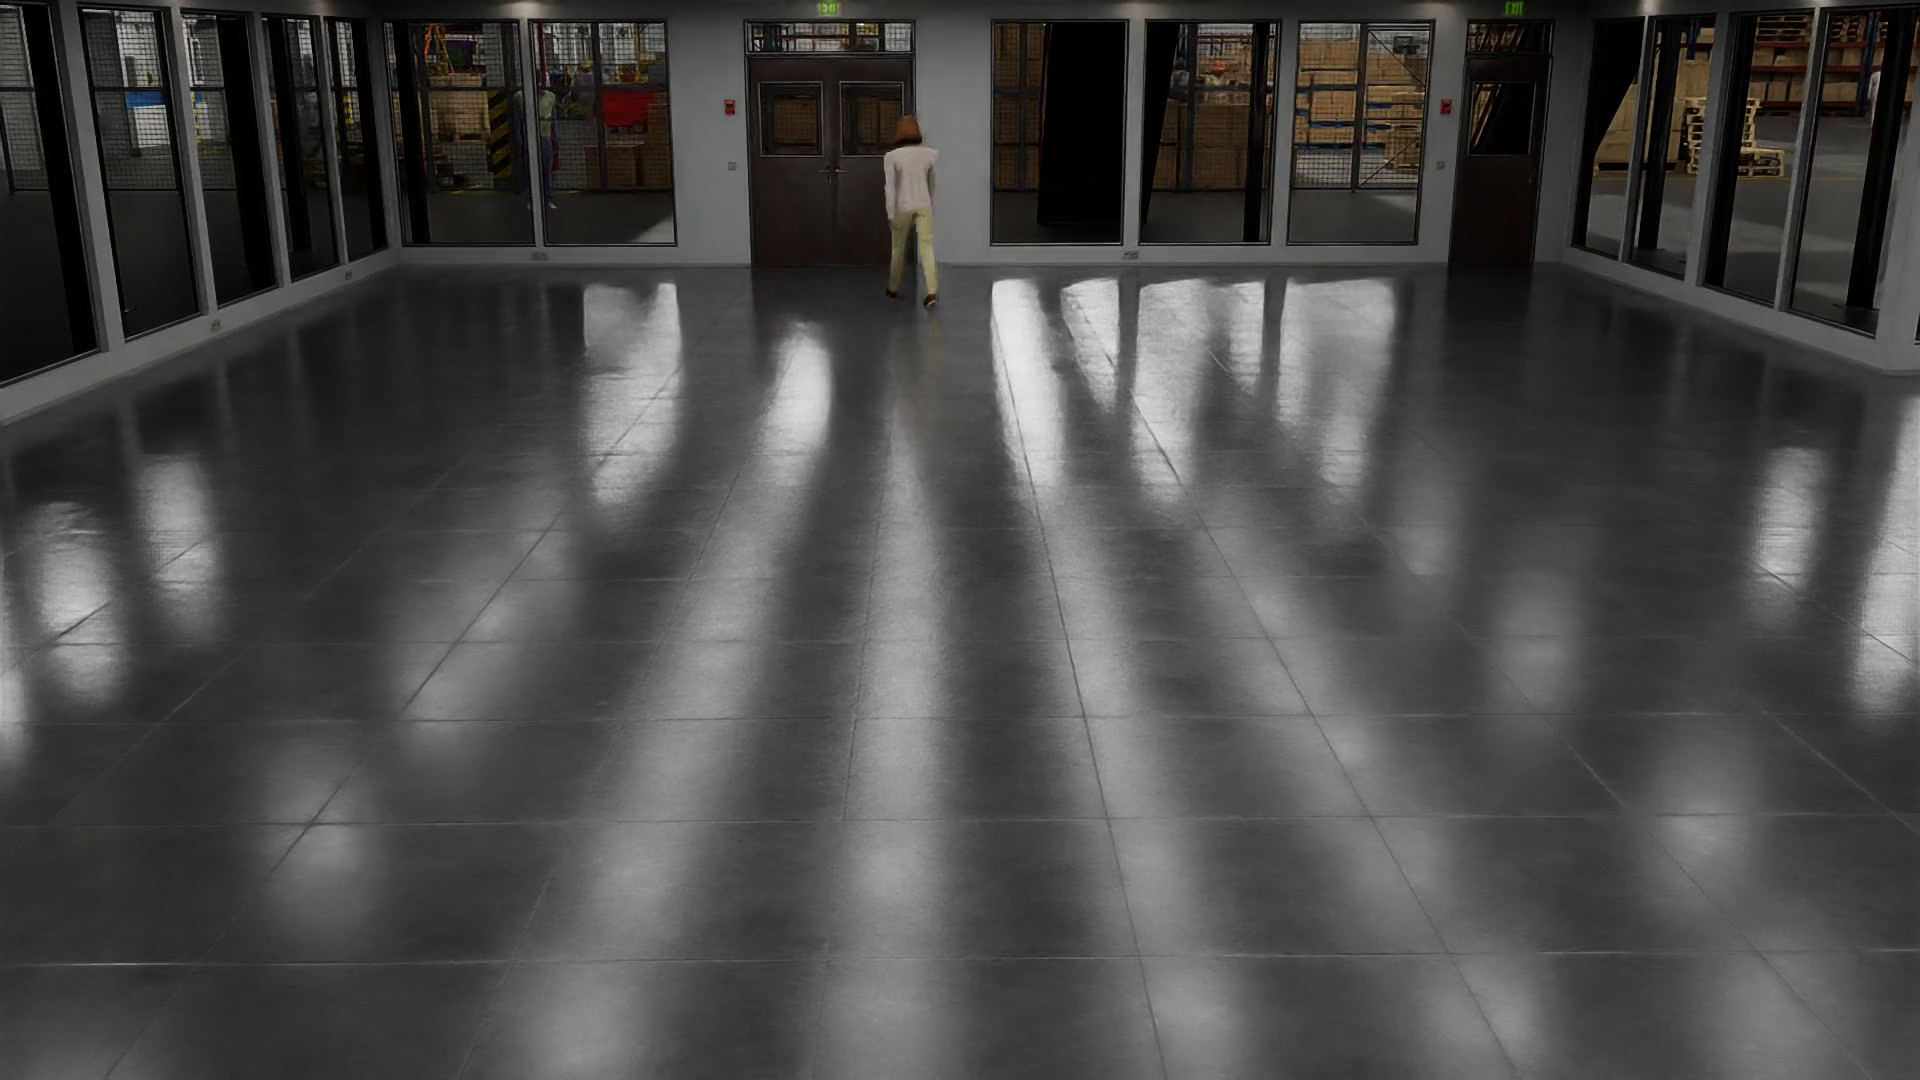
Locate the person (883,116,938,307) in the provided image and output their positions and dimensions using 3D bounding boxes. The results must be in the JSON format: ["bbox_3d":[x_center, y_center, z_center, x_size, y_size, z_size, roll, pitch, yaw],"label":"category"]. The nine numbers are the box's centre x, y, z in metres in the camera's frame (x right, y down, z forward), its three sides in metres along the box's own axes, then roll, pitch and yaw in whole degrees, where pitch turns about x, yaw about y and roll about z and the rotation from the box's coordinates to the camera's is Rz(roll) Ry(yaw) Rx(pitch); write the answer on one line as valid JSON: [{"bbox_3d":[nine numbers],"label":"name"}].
[{"bbox_3d":[-0.414,-2.805,14.203,0.501,1.589,0.866,-5,17,-18],"label":"person"}]
